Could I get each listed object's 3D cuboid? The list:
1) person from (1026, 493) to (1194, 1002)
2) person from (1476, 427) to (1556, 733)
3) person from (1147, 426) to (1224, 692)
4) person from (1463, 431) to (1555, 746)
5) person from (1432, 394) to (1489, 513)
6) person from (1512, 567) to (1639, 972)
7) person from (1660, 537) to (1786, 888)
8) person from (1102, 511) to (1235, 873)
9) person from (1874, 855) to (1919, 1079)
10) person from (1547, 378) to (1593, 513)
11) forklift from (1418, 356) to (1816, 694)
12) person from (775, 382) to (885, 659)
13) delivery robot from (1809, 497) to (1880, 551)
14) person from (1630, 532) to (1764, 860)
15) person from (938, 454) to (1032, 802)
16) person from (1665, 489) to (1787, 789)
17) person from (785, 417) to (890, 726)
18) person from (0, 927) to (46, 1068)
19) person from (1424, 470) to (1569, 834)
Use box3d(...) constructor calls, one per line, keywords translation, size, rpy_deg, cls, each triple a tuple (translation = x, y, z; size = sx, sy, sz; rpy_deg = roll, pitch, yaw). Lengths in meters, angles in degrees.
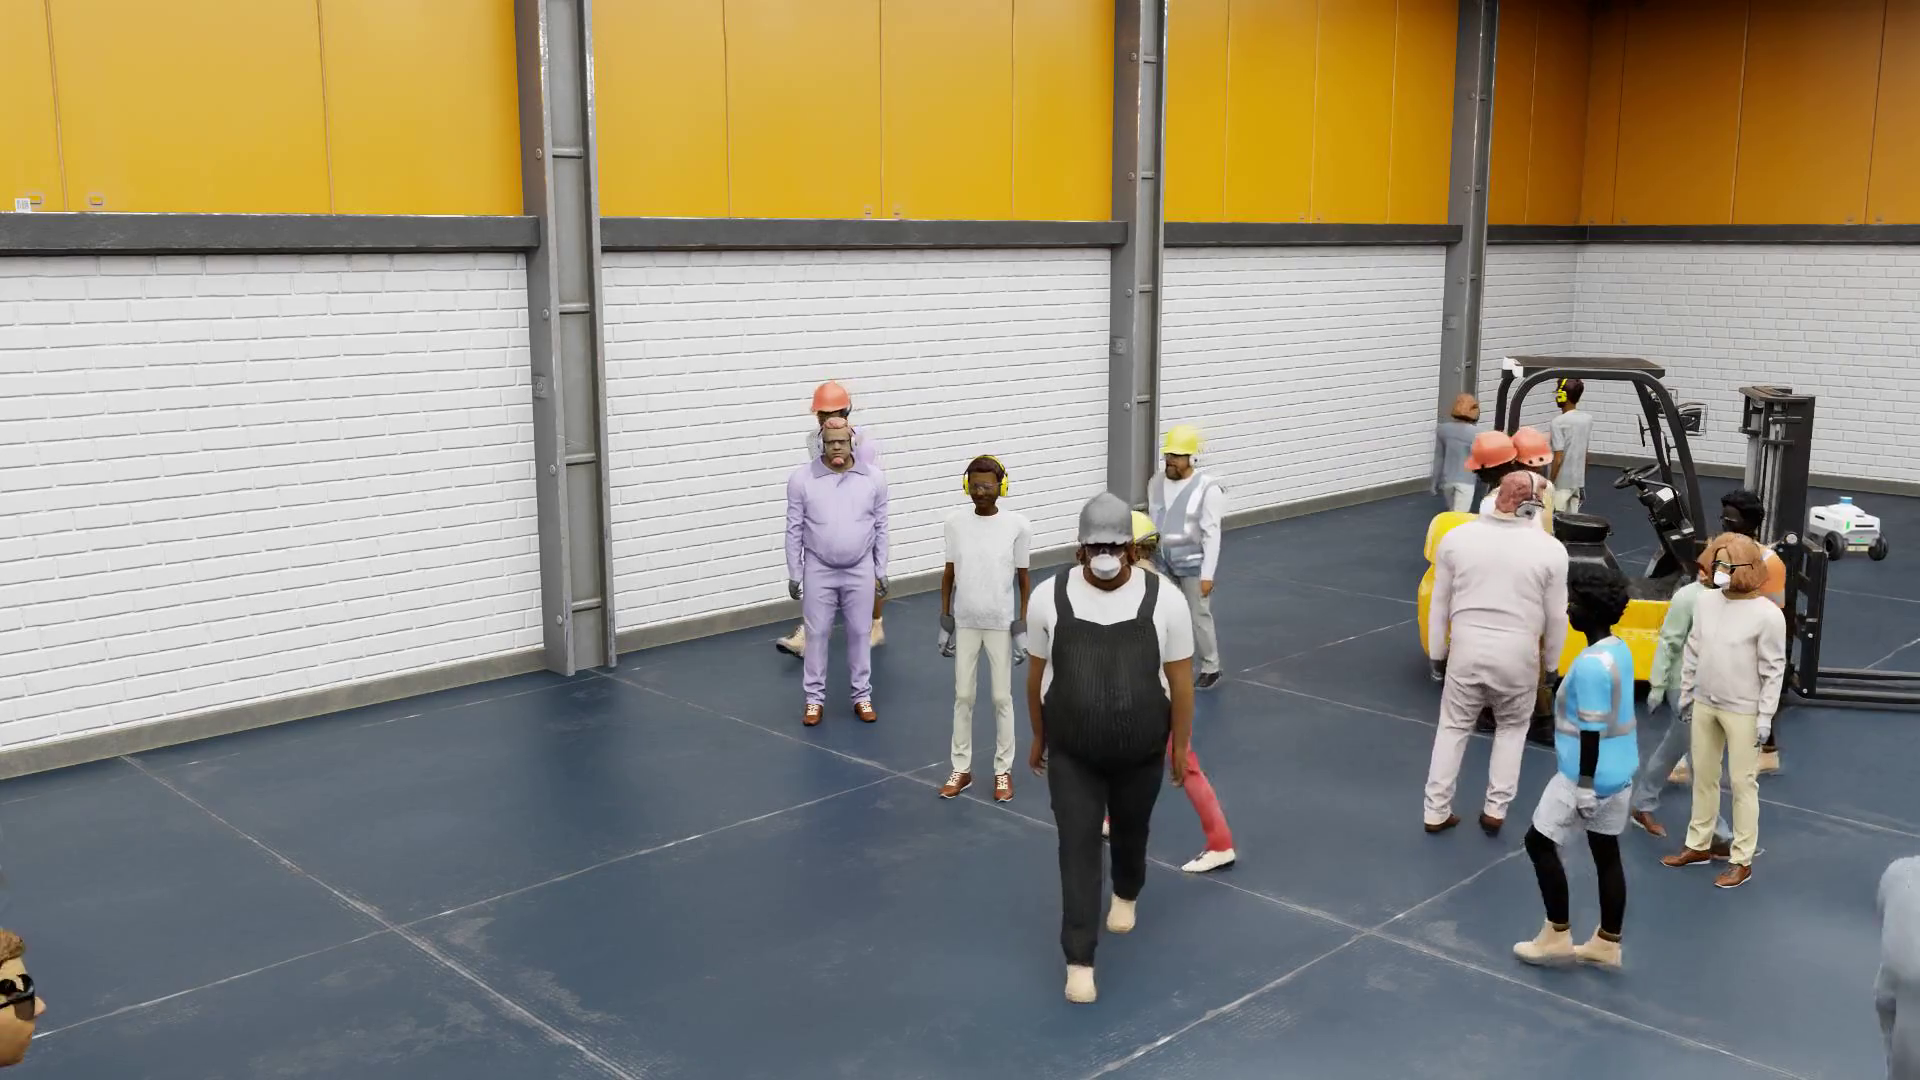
box3d(translation=(0.613, 0.748, 6.864), size=(0.685, 2.000, 0.995), rpy_deg=(1, 10, 5), cls="person")
box3d(translation=(3.398, 0.258, 9.972), size=(0.670, 1.904, 0.442), rpy_deg=(-8, 13, -38), cls="person")
box3d(translation=(1.418, 0.150, 10.831), size=(0.611, 1.791, 0.857), rpy_deg=(9, 14, 42), cls="person")
box3d(translation=(3.234, 0.270, 9.919), size=(0.817, 1.872, 0.629), rpy_deg=(9, 14, 41), cls="person")
box3d(translation=(4.540, -0.504, 14.883), size=(0.779, 1.601, 0.515), rpy_deg=(-8, 13, -38), cls="person")
box3d(translation=(2.518, 0.936, 6.815), size=(0.553, 1.672, 0.546), rpy_deg=(7, 13, 35), cls="person")
box3d(translation=(3.567, 0.790, 7.747), size=(0.276, 1.633, 0.507), rpy_deg=(-5, 12, -25), cls="person")
box3d(translation=(0.987, 0.711, 8.020), size=(0.843, 1.698, 0.555), rpy_deg=(3, 11, 18), cls="person")
box3d(translation=(2.271, 1.402, 3.743), size=(1.000, 1.873, 0.643), rpy_deg=(-4, 11, -19), cls="person")
box3d(translation=(4.979, -0.426, 13.734), size=(0.538, 1.869, 0.313), rpy_deg=(-8, 13, -36), cls="person")
box3d(translation=(4.276, -0.101, 11.076), size=(2.313, 2.155, 1.214), rpy_deg=(2, 11, 13), cls="forklift")
box3d(translation=(-0.885, -0.134, 11.827), size=(0.617, 1.978, 1.036), rpy_deg=(7, 13, 35), cls="person")
box3d(translation=(8.305, -0.162, 15.624), size=(0.477, 0.478, 0.707), rpy_deg=(0, 10, -1), cls="delivery robot")
box3d(translation=(3.629, 0.741, 8.114), size=(0.518, 1.583, 0.804), rpy_deg=(-5, 12, -26), cls="person")
box3d(translation=(0.125, 0.466, 8.870), size=(0.509, 1.872, 0.329), rpy_deg=(2, 11, 13), cls="person")
box3d(translation=(4.190, 0.539, 9.068), size=(0.902, 1.642, 0.545), rpy_deg=(-2, 11, -11), cls="person")
box3d(translation=(-0.748, 0.194, 10.254), size=(0.651, 1.907, 0.409), rpy_deg=(-2, 11, -11), cls="person")
box3d(translation=(-1.785, 1.575, 2.946), size=(0.705, 1.830, 0.518), rpy_deg=(-8, 13, -38), cls="person")
box3d(translation=(2.661, 0.577, 8.285), size=(0.662, 1.869, 0.437), rpy_deg=(7, 12, 32), cls="person")
